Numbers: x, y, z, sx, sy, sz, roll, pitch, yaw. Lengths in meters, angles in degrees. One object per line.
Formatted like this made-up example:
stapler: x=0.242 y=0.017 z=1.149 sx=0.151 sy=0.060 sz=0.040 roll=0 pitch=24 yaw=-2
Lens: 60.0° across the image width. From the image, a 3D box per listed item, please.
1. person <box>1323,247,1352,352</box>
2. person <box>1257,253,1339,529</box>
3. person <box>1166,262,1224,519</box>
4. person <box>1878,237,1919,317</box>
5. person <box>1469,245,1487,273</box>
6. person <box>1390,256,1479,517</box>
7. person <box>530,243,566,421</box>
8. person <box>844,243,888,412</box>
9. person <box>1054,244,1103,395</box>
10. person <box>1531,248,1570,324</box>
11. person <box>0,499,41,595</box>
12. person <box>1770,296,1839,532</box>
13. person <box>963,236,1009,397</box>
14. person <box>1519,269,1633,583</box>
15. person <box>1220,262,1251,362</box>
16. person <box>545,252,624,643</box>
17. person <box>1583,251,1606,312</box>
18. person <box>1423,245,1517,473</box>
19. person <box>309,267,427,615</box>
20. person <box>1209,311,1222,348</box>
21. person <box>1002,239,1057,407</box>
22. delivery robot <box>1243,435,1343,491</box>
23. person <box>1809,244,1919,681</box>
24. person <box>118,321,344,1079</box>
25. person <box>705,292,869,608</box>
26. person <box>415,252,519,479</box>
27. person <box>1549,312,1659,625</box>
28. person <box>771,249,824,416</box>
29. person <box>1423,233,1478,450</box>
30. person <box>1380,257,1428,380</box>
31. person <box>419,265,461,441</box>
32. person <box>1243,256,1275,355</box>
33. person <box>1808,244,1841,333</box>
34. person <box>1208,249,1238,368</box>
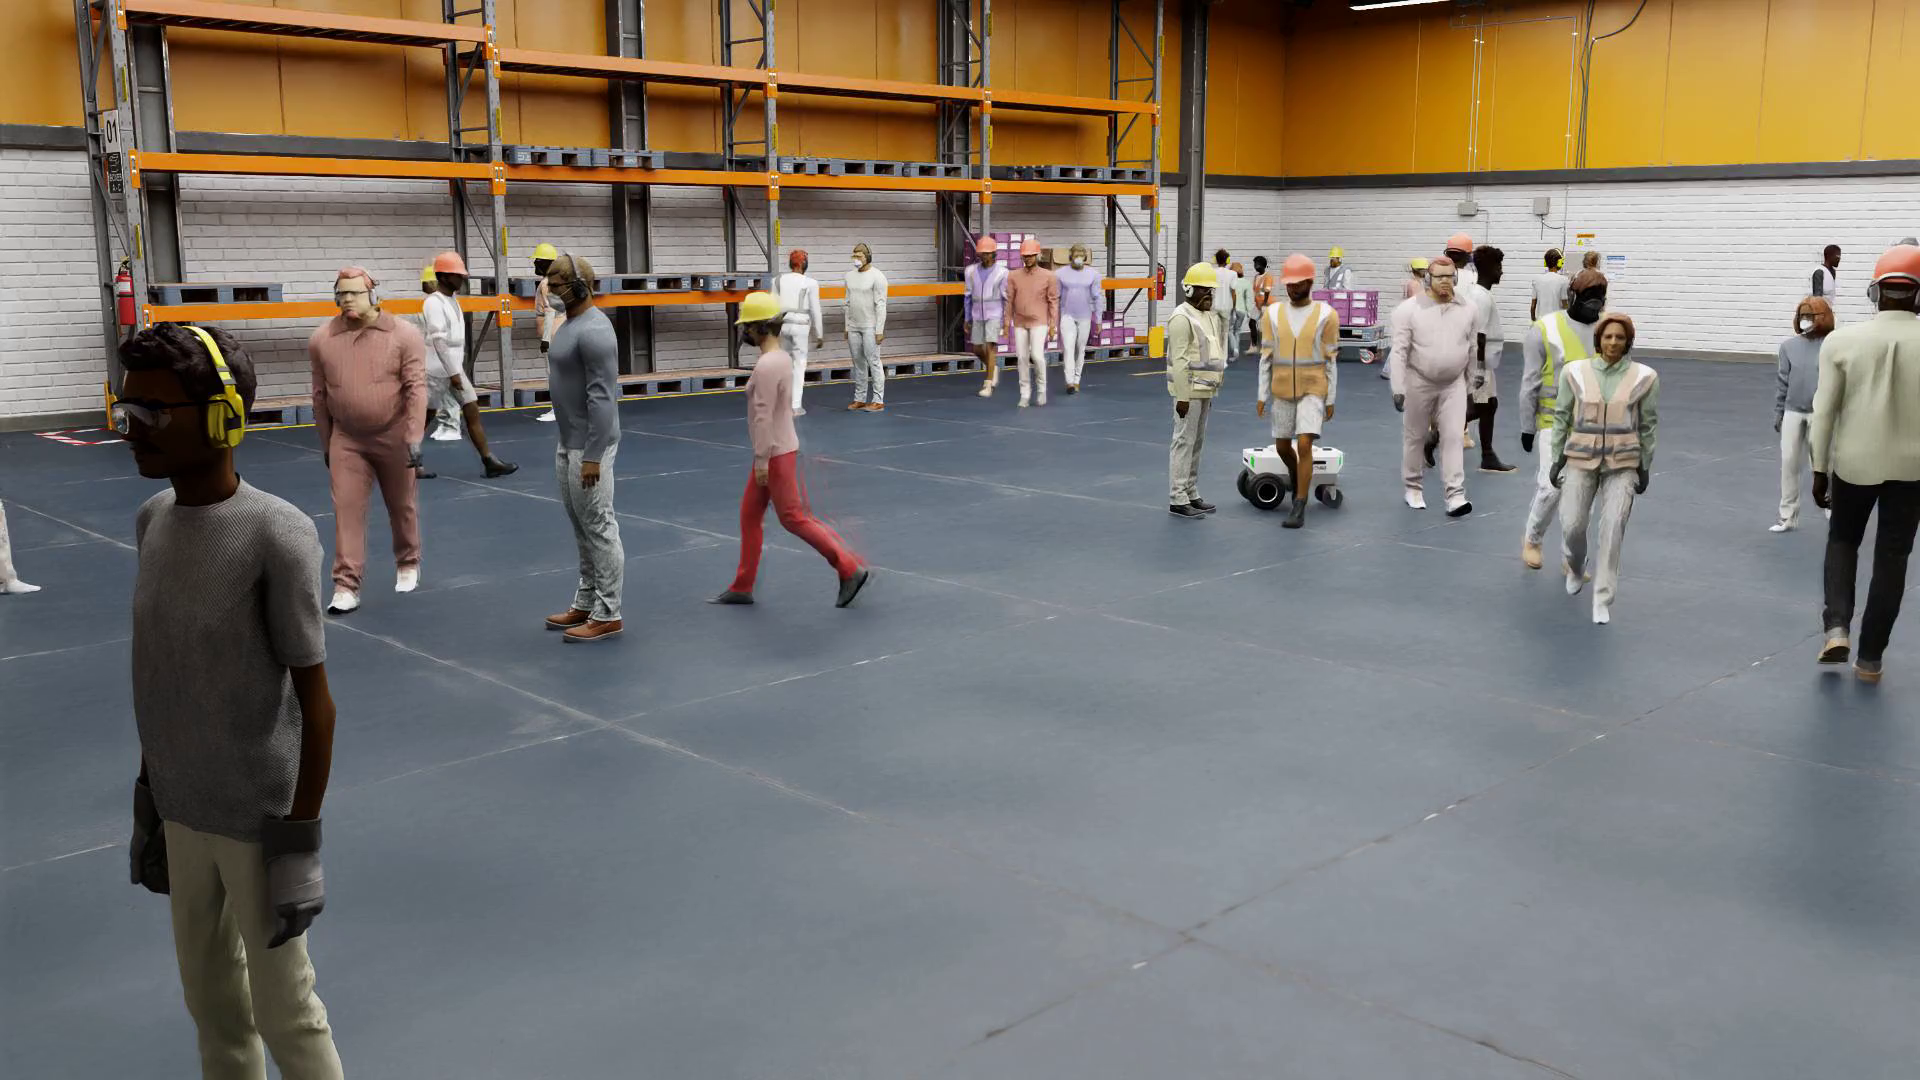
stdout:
person: x=6.454 y=-4.156 z=28.810 sx=0.569 sy=1.812 sz=0.626 roll=-8 pitch=13 yaw=-36
person: x=2.401 y=-1.066 z=11.753 sx=0.549 sy=1.906 sz=0.849 roll=4 pitch=11 yaw=22
person: x=1.694 y=-1.075 z=11.981 sx=0.404 sy=1.828 sz=0.599 roll=5 pitch=11 yaw=25
person: x=13.023 y=-3.183 z=22.902 sx=1.016 sy=2.000 sz=0.698 roll=8 pitch=13 yaw=39
person: x=8.862 y=-4.109 z=28.482 sx=0.389 sy=1.846 sz=0.566 roll=8 pitch=13 yaw=36
person: x=3.444 y=-1.100 z=12.022 sx=0.670 sy=1.859 sz=0.960 roll=0 pitch=10 yaw=1
person: x=-4.483 y=-2.260 z=18.170 sx=0.367 sy=1.929 sz=0.589 roll=-1 pitch=10 yaw=-5
person: x=-1.092 y=-2.437 z=19.155 sx=0.623 sy=1.932 sz=0.368 roll=10 pitch=14 yaw=43
person: x=1.497 y=-2.798 z=21.188 sx=0.655 sy=1.892 sz=0.975 roll=0 pitch=10 yaw=-1
person: x=7.017 y=-2.521 z=19.746 sx=0.328 sy=1.876 sz=0.509 roll=-9 pitch=14 yaw=-40
person: x=-5.620 y=-0.474 z=9.283 sx=0.691 sy=1.615 sz=0.517 roll=-4 pitch=11 yaw=-22
person: x=5.833 y=-0.856 z=11.364 sx=0.534 sy=1.616 sz=0.517 roll=-8 pitch=13 yaw=-37
person: x=0.372 y=-2.831 z=21.048 sx=0.629 sy=2.018 sz=0.728 roll=4 pitch=11 yaw=22
person: x=3.605 y=-0.663 z=9.734 sx=0.627 sy=1.832 sz=0.449 roll=0 pitch=10 yaw=-2
person: x=4.383 y=-3.617 z=26.445 sx=0.520 sy=1.605 sz=0.630 roll=-1 pitch=10 yaw=-5
person: x=-1.890 y=-0.459 z=8.336 sx=0.373 sy=1.938 sz=0.630 roll=-5 pitch=12 yaw=-26
person: x=8.994 y=-3.216 z=23.748 sx=0.518 sy=1.807 sz=0.956 roll=-5 pitch=12 yaw=-26
person: x=4.333 y=-1.522 z=14.120 sx=0.805 sy=1.944 sz=0.608 roll=2 pitch=11 yaw=12
person: x=-3.235 y=-0.561 z=9.124 sx=0.644 sy=1.856 sz=0.984 roll=-1 pitch=10 yaw=-6
person: x=3.953 y=-3.693 z=26.922 sx=0.847 sy=1.588 sz=0.507 roll=-7 pitch=13 yaw=-35
person: x=0.814 y=-2.540 z=19.583 sx=0.627 sy=1.979 sz=0.439 roll=4 pitch=11 yaw=20
delivery robot: x=2.491 y=-0.572 z=12.451 sx=0.707 sy=0.478 sz=0.477 roll=0 pitch=11 yaw=-1
person: x=4.214 y=-0.342 z=7.566 sx=0.625 sy=1.976 sz=0.440 roll=6 pitch=12 yaw=30
person: x=-1.380 y=0.534 z=3.111 sx=0.513 sy=1.867 sz=0.328 roll=6 pitch=12 yaw=29
person: x=-0.938 y=-0.474 z=9.003 sx=0.863 sy=1.734 sz=0.531 roll=0 pitch=10 yaw=1
person: x=-4.230 y=-1.425 z=13.759 sx=1.013 sy=1.888 sz=0.546 roll=2 pitch=11 yaw=8
person: x=3.403 y=-0.395 z=8.818 sx=0.526 sy=1.625 sz=0.531 roll=4 pitch=11 yaw=20
person: x=-1.867 y=-2.336 z=18.767 sx=0.660 sy=1.861 sz=0.527 roll=4 pitch=11 yaw=20
person: x=4.667 y=-1.867 z=15.722 sx=0.609 sy=2.043 sz=0.376 roll=5 pitch=12 yaw=27
person: x=6.307 y=-3.051 z=23.077 sx=0.926 sy=1.717 sz=0.524 roll=7 pitch=12 yaw=33
person: x=-5.130 y=-1.833 z=16.392 sx=0.394 sy=1.726 sz=0.489 roll=-9 pitch=14 yaw=-41
person: x=5.055 y=-3.930 z=27.953 sx=0.639 sy=1.660 sz=0.555 roll=-5 pitch=11 yaw=-25
person: x=12.255 y=-3.274 z=23.798 sx=0.608 sy=1.895 sz=0.702 roll=-9 pitch=14 yaw=-40
person: x=3.896 y=-3.452 z=24.980 sx=0.529 sy=1.828 sz=1.000 roll=3 pitch=11 yaw=15
